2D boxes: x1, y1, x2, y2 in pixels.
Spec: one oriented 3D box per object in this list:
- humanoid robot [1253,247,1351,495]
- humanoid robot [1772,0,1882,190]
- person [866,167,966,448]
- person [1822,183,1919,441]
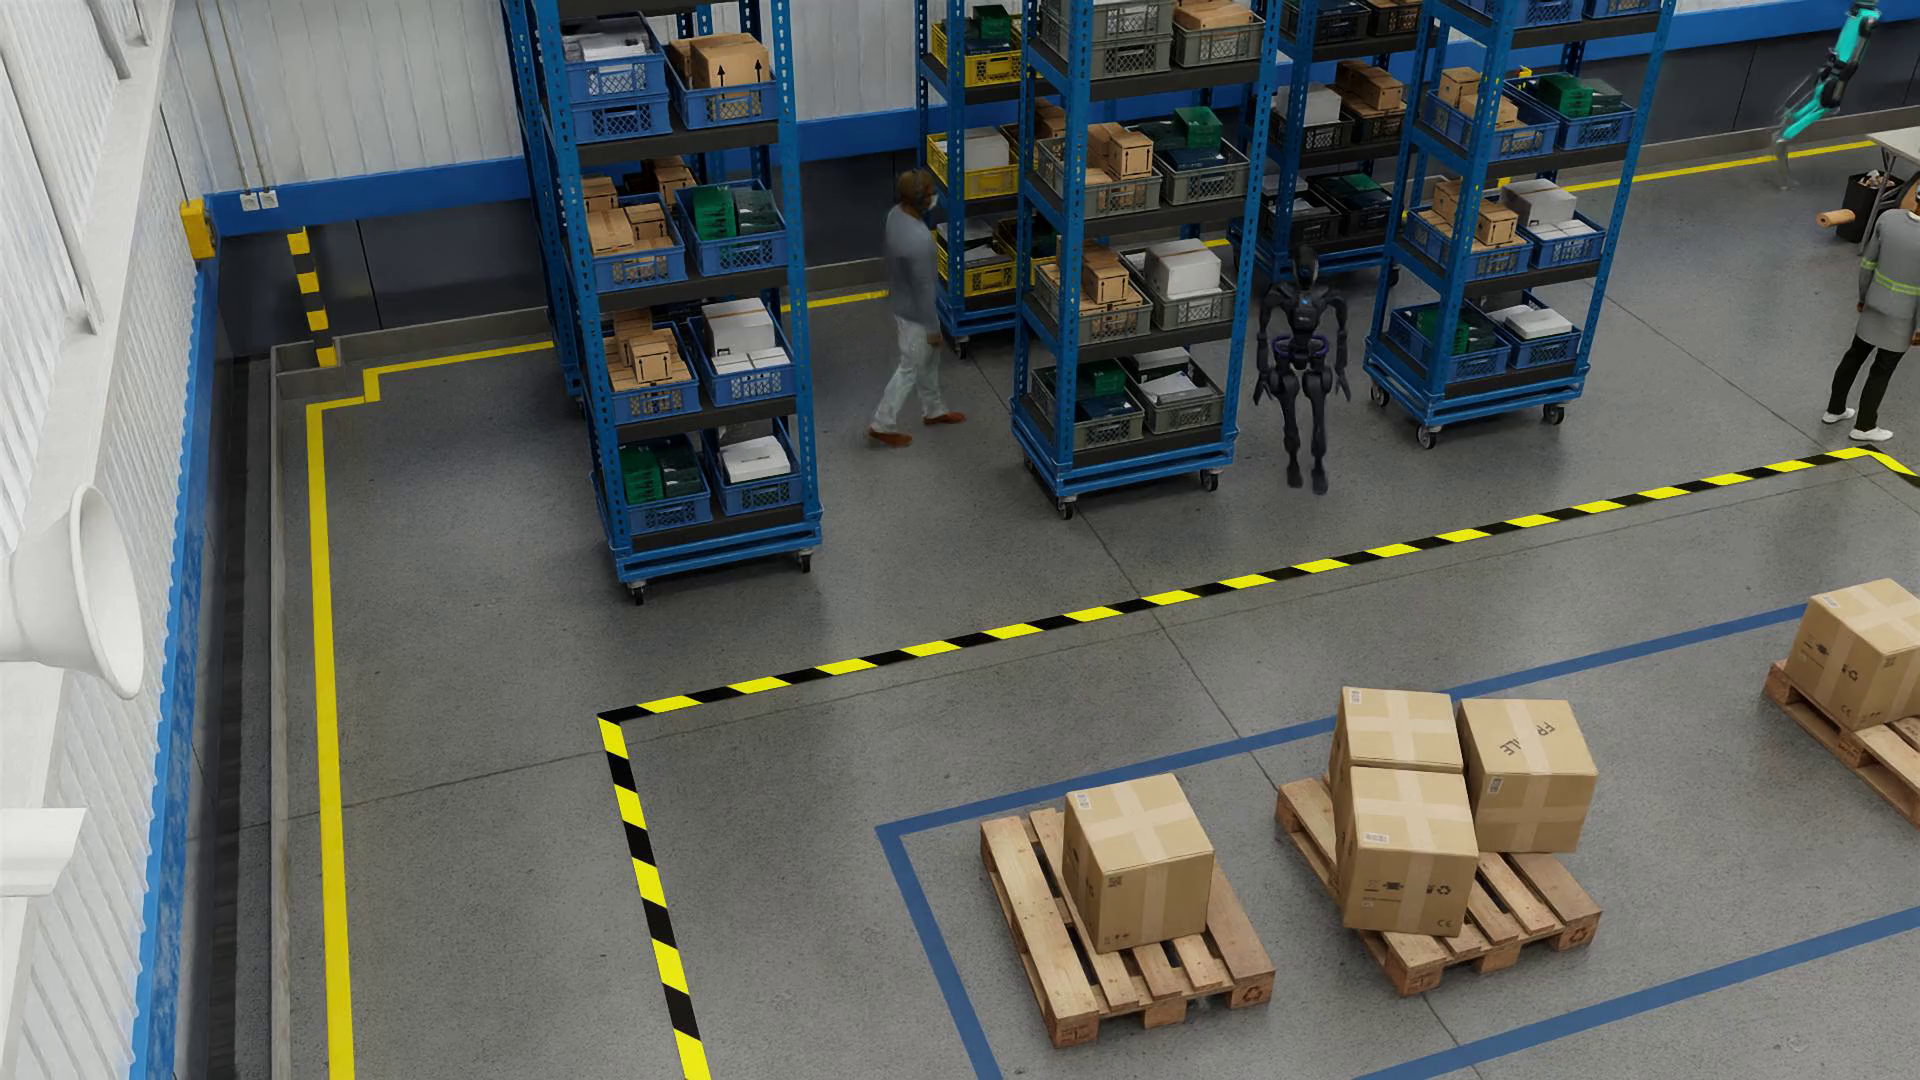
[{"bbox_3d":[2.134,-1.051,10.330,0.615,1.640,0.368,4,35,6],"label":"humanoid robot"},{"bbox_3d":[7.297,-3.831,14.254,0.668,1.828,0.548,8,36,11],"label":"humanoid robot"},{"bbox_3d":[-0.297,-1.490,10.747,0.624,1.934,0.636,-7,36,-10],"label":"person"},{"bbox_3d":[6.086,-1.512,10.825,0.372,1.852,0.588,-12,37,-17],"label":"person"}]
